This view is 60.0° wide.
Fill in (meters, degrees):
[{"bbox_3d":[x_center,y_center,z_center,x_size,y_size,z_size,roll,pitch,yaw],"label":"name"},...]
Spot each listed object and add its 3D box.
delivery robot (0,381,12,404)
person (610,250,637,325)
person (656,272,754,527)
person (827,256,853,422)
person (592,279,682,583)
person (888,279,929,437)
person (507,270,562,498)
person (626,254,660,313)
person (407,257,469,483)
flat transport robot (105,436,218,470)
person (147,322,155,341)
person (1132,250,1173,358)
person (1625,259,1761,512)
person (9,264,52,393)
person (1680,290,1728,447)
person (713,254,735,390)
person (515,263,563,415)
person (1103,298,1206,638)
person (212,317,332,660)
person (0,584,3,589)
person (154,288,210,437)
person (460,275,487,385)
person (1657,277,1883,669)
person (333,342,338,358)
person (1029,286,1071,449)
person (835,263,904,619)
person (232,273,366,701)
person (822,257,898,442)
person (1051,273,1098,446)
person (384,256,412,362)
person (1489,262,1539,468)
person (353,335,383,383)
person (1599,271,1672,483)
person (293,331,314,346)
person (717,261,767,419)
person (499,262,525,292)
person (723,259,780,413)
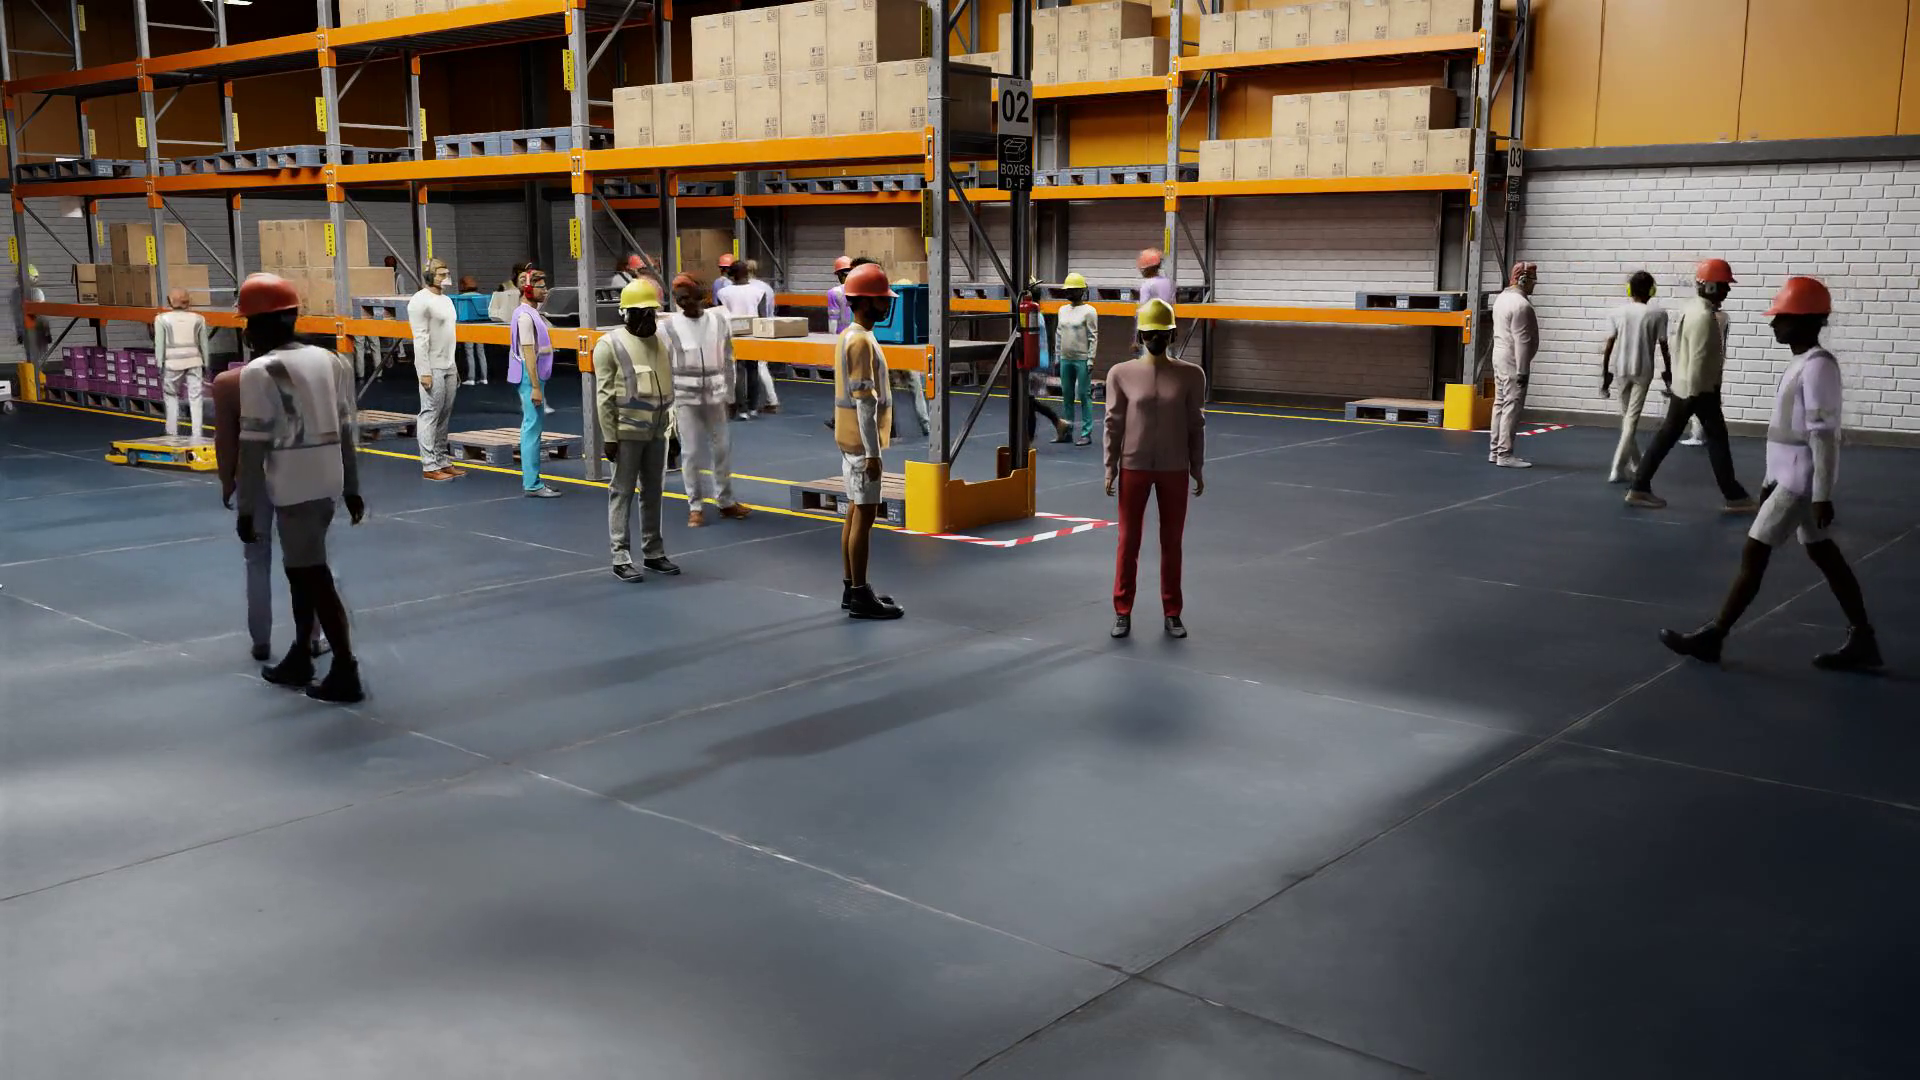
[{"bbox_3d":[-11.731,-1.785,19.903,0.477,0.478,0.707,2,10,11],"label":"delivery robot"},{"bbox_3d":[-5.063,-3.467,25.521,0.980,2.000,0.687,6,12,32],"label":"person"},{"bbox_3d":[-1.889,-1.014,12.086,0.668,1.855,0.442,-5,11,-27],"label":"person"},{"bbox_3d":[-1.291,-2.279,19.072,0.542,1.931,0.366,-7,12,-33],"label":"person"},{"bbox_3d":[-1.948,-0.670,10.181,0.404,1.835,0.587,8,13,40],"label":"person"},{"bbox_3d":[-0.627,-1.940,17.814,0.924,1.692,0.499,6,11,30],"label":"person"},{"bbox_3d":[-3.484,-1.264,13.532,0.389,1.847,0.567,-3,10,-15],"label":"person"},{"bbox_3d":[-4.152,-2.817,22.109,1.023,1.951,0.624,7,12,33],"label":"person"},{"bbox_3d":[-4.542,-1.477,14.477,0.371,1.941,0.627,1,10,8],"label":"person"},{"bbox_3d":[-7.224,-0.824,15.507,1.431,0.197,0.652,5,11,28],"label":"flat transport robot"},{"bbox_3d":[-11.141,-2.998,23.345,0.578,1.879,0.653,6,12,31],"label":"person"},{"bbox_3d":[2.381,-2.499,20.188,0.611,2.004,0.678,8,13,39],"label":"person"},{"bbox_3d":[5.700,-1.185,12.826,1.021,1.947,0.622,2,10,11],"label":"person"},{"bbox_3d":[-12.713,-2.856,22.696,0.600,1.812,0.676,5,11,25],"label":"person"},{"bbox_3d":[7.639,-1.764,17.009,0.550,1.630,0.314,-6,12,-32],"label":"person"},{"bbox_3d":[-3.334,-3.117,23.819,0.379,1.937,0.548,-6,11,-29],"label":"person"},{"bbox_3d":[-5.094,-2.432,20.191,0.835,1.836,0.540,6,12,31],"label":"person"},{"bbox_3d":[1.009,-0.362,8.626,0.535,1.767,0.315,0,10,1],"label":"person"},{"bbox_3d":[-3.375,-0.289,8.217,0.533,1.765,0.330,-3,10,-15],"label":"person"},{"bbox_3d":[-5.930,-0.514,9.836,0.309,1.645,0.515,-7,12,-34],"label":"person"},{"bbox_3d":[-8.016,-1.778,17.108,0.550,1.612,0.710,-8,13,-39],"label":"person"},{"bbox_3d":[-7.239,-3.109,24.672,0.285,1.624,0.494,7,12,34],"label":"person"},{"bbox_3d":[3.986,-0.308,7.980,1.019,1.884,0.564,4,11,21],"label":"person"},{"bbox_3d":[-11.245,-4.086,30.203,0.498,1.633,0.281,4,11,21],"label":"person"},{"bbox_3d":[0.798,-1.705,16.508,0.539,1.674,0.554,1,10,3],"label":"person"},{"bbox_3d":[-0.506,-0.537,9.134,0.355,1.938,0.545,-2,10,-11],"label":"person"},{"bbox_3d":[-3.012,-0.224,7.421,0.767,1.903,0.569,3,10,18],"label":"person"},{"bbox_3d":[-1.080,-1.990,17.437,0.989,1.912,0.618,3,10,16],"label":"person"},{"bbox_3d":[1.182,-1.856,17.129,0.525,1.769,0.316,9,14,43],"label":"person"},{"bbox_3d":[-10.084,-4.097,29.560,0.575,1.882,0.361,3,11,18],"label":"person"},{"bbox_3d":[5.144,-1.615,15.398,0.403,1.897,0.652,0,10,0],"label":"person"},{"bbox_3d":[-8.993,-3.284,25.067,0.592,1.834,0.404,-5,11,-28],"label":"person"},{"bbox_3d":[5.949,-1.428,14.558,0.535,1.813,0.993,9,14,42],"label":"person"},{"bbox_3d":[-11.407,-3.898,28.470,0.931,1.872,0.654,-2,10,-10],"label":"person"},{"bbox_3d":[-2.588,-2.386,19.872,0.614,1.864,0.979,-2,10,-9],"label":"person"},{"bbox_3d":[-6.774,-3.362,25.598,0.627,1.817,0.801,-6,11,-29],"label":"person"},{"bbox_3d":[-2.603,-2.510,20.510,1.029,1.882,0.651,7,12,34],"label":"person"}]
